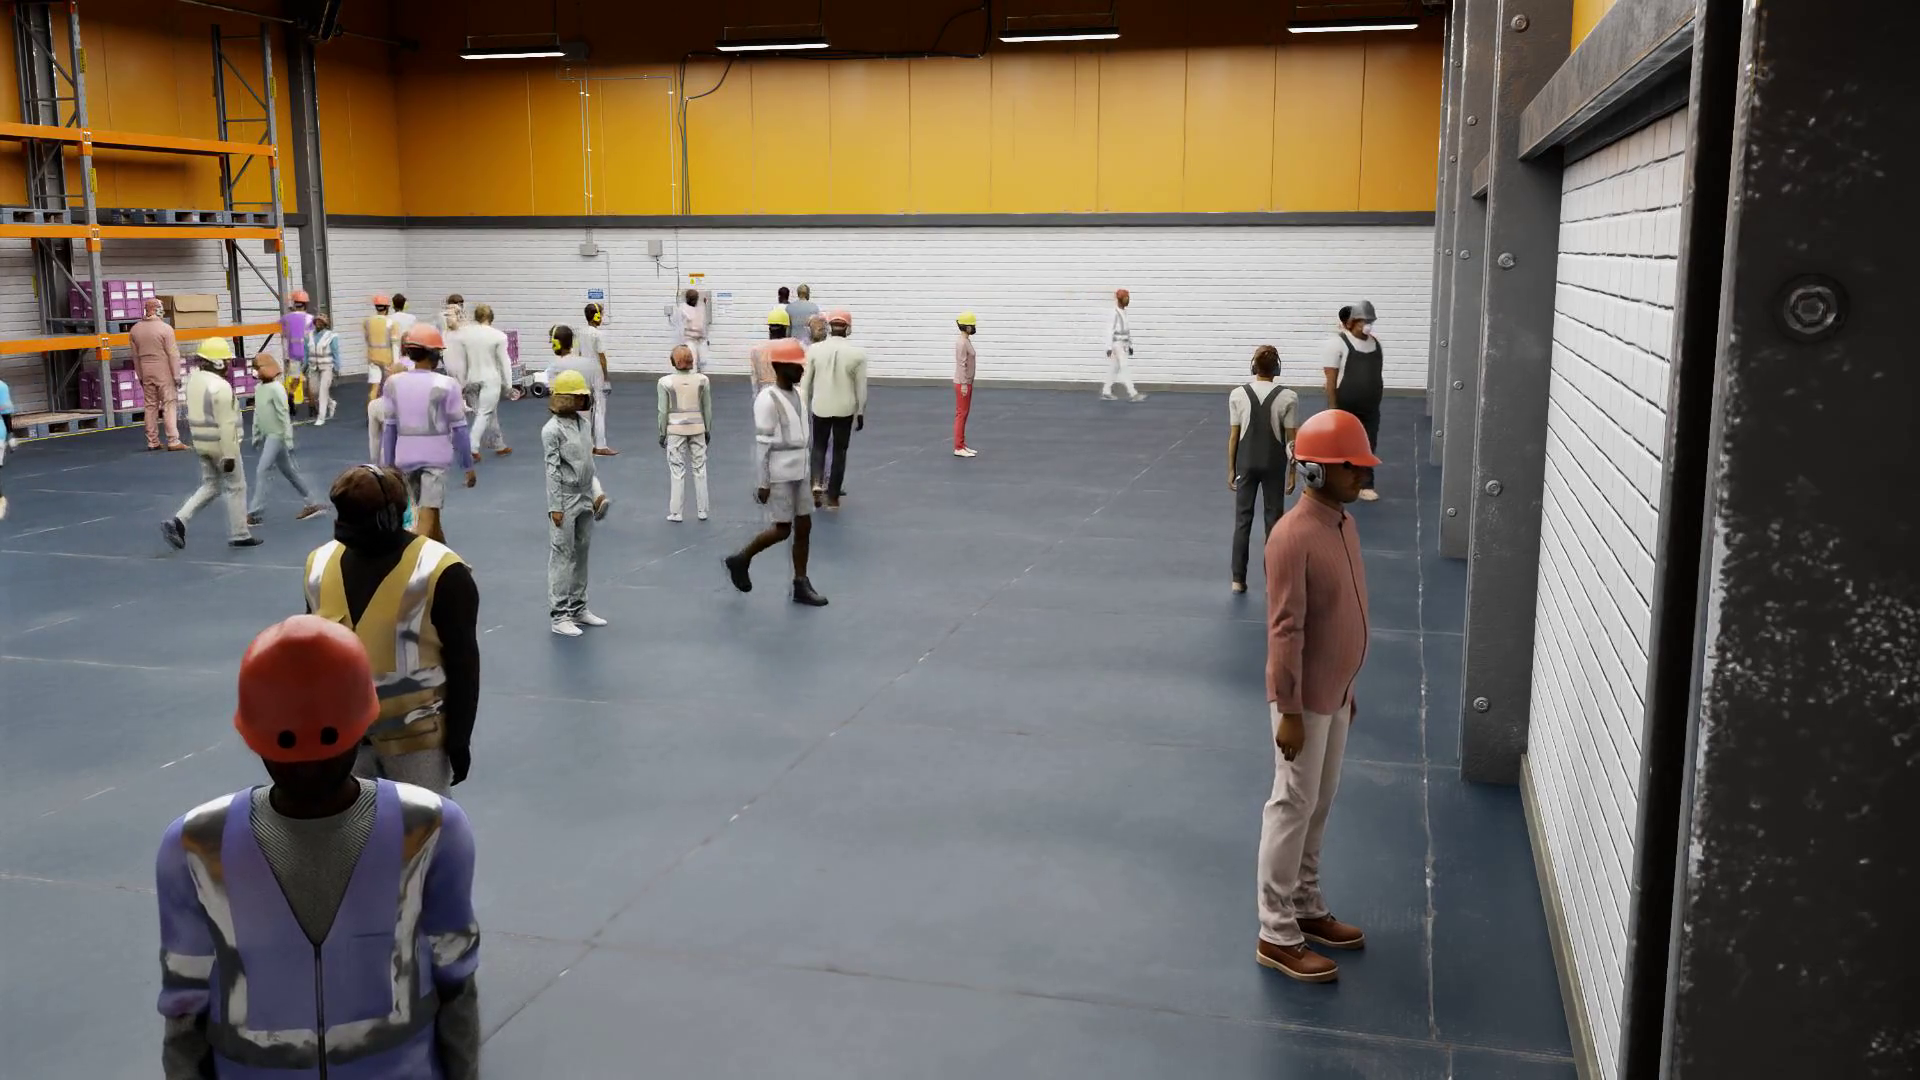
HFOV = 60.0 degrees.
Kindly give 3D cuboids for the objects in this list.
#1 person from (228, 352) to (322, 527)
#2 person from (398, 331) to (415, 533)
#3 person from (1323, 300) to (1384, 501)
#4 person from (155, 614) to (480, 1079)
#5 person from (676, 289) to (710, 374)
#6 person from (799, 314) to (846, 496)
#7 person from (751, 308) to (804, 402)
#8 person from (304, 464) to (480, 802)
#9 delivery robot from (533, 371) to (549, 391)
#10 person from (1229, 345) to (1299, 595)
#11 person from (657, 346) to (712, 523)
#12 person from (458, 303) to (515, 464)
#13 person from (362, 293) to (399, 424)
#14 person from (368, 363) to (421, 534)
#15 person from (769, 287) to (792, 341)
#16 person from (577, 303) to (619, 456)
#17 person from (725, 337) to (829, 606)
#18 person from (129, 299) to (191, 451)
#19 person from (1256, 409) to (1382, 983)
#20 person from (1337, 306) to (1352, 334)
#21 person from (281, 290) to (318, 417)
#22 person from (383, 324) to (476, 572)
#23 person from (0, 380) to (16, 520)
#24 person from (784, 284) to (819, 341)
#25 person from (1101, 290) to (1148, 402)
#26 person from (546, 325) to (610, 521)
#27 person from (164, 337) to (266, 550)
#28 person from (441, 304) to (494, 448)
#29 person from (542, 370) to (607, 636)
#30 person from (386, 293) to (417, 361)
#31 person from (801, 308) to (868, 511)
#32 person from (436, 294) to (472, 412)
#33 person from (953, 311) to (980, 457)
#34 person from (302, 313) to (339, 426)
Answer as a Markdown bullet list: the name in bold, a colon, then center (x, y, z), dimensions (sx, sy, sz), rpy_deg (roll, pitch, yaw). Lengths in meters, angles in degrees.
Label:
- **person**: center (-6.333, -0.937, 15.333), dimensions (0.881, 1.586, 0.512), rpy_deg (-9, 13, -42)
- **person**: center (-4.899, -0.941, 14.770), dimensions (0.398, 1.806, 0.733), rpy_deg (-3, 11, -19)
- **person**: center (3.972, -1.440, 16.903), dimensions (0.676, 2.000, 0.794), rpy_deg (-3, 11, -17)
- **person**: center (-1.126, 1.073, 2.991), dimensions (0.542, 1.931, 0.366), rpy_deg (-3, 11, -19)
- **person**: center (-4.673, -3.494, 29.210), dimensions (0.668, 1.813, 0.469), rpy_deg (-9, 13, -41)
- **person**: center (-1.528, -1.400, 17.153), dimensions (0.647, 1.877, 0.766), rpy_deg (-10, 14, -44)
- **person**: center (-1.824, -1.374, 16.850), dimensions (0.587, 1.928, 0.364), rpy_deg (3, 10, 17)
- **person**: center (-1.930, 0.656, 5.609), dimensions (0.625, 1.840, 0.430), rpy_deg (2, 10, 13)
- **delivery robot**: center (-6.853, -2.738, 28.192), dimensions (0.707, 0.478, 0.477), rpy_deg (0, 10, 1)
- **person**: center (2.217, -0.506, 12.197), dimensions (0.505, 1.842, 0.332), rpy_deg (3, 10, 17)
- **person**: center (-2.545, -0.977, 15.424), dimensions (0.513, 1.639, 0.307), rpy_deg (-5, 11, -25)
- **person**: center (-5.647, -1.862, 19.765), dimensions (0.644, 1.894, 1.040), rpy_deg (4, 11, 20)
- **person**: center (-8.264, -2.571, 23.747), dimensions (0.545, 1.900, 0.949), rpy_deg (0, 10, 2)
- **person**: center (-4.481, -0.604, 13.356), dimensions (0.506, 1.628, 0.277), rpy_deg (1, 10, 4)
- **person**: center (-2.904, -3.390, 28.470), dimensions (0.951, 1.872, 0.638), rpy_deg (8, 13, 39)
- **person**: center (-4.443, -1.957, 20.321), dimensions (0.510, 1.870, 0.328), rpy_deg (8, 13, 40)
- **person**: center (-1.299, -0.485, 11.854), dimensions (0.717, 1.919, 0.548), rpy_deg (5, 11, 26)
- **person**: center (-9.995, -2.056, 20.783), dimensions (0.640, 1.905, 0.410), rpy_deg (3, 10, 14)
- **person**: center (1.265, 0.532, 5.867), dimensions (0.387, 1.992, 0.626), rpy_deg (6, 12, 31)
- **person**: center (5.542, -2.525, 24.019), dimensions (0.317, 1.695, 0.540), rpy_deg (2, 10, 10)
- **person**: center (-9.808, -2.749, 24.686), dimensions (0.553, 1.914, 0.735), rpy_deg (0, 10, 0)
- **person**: center (-3.932, -0.594, 12.283), dimensions (0.633, 1.991, 1.058), rpy_deg (3, 10, 15)
- **person**: center (-8.917, -0.955, 15.208), dimensions (0.536, 1.662, 0.821), rpy_deg (-1, 10, -4)
- **person**: center (-2.582, -3.241, 27.393), dimensions (0.632, 1.936, 0.359), rpy_deg (4, 11, 21)
- **person**: center (2.706, -3.197, 27.447), dimensions (0.894, 1.837, 0.601), rpy_deg (5, 11, 27)
- **person**: center (-3.500, -1.020, 15.086), dimensions (0.513, 1.847, 0.530), rpy_deg (9, 13, 40)
- **person**: center (-6.249, -0.786, 13.858), dimensions (0.600, 1.809, 0.699), rpy_deg (7, 12, 35)
- **person**: center (-6.192, -2.027, 20.781), dimensions (0.632, 1.856, 1.020), rpy_deg (4, 11, 22)
- **person**: center (-2.548, -0.250, 11.008), dimensions (0.303, 1.743, 0.494), rpy_deg (4, 11, 19)
- **person**: center (-8.406, -2.775, 25.019), dimensions (0.523, 1.849, 0.477), rpy_deg (-7, 12, -36)
- **person**: center (-1.214, -1.247, 16.032), dimensions (0.647, 1.961, 0.558), rpy_deg (1, 10, 3)
- **person**: center (-7.769, -2.876, 25.631), dimensions (0.456, 1.829, 0.645), rpy_deg (4, 11, 23)
- **person**: center (0.083, -1.901, 20.291), dimensions (0.316, 1.767, 0.535), rpy_deg (1, 10, 6)
- **person**: center (-9.141, -2.463, 23.905), dimensions (0.563, 1.608, 0.589), rpy_deg (2, 10, 11)
